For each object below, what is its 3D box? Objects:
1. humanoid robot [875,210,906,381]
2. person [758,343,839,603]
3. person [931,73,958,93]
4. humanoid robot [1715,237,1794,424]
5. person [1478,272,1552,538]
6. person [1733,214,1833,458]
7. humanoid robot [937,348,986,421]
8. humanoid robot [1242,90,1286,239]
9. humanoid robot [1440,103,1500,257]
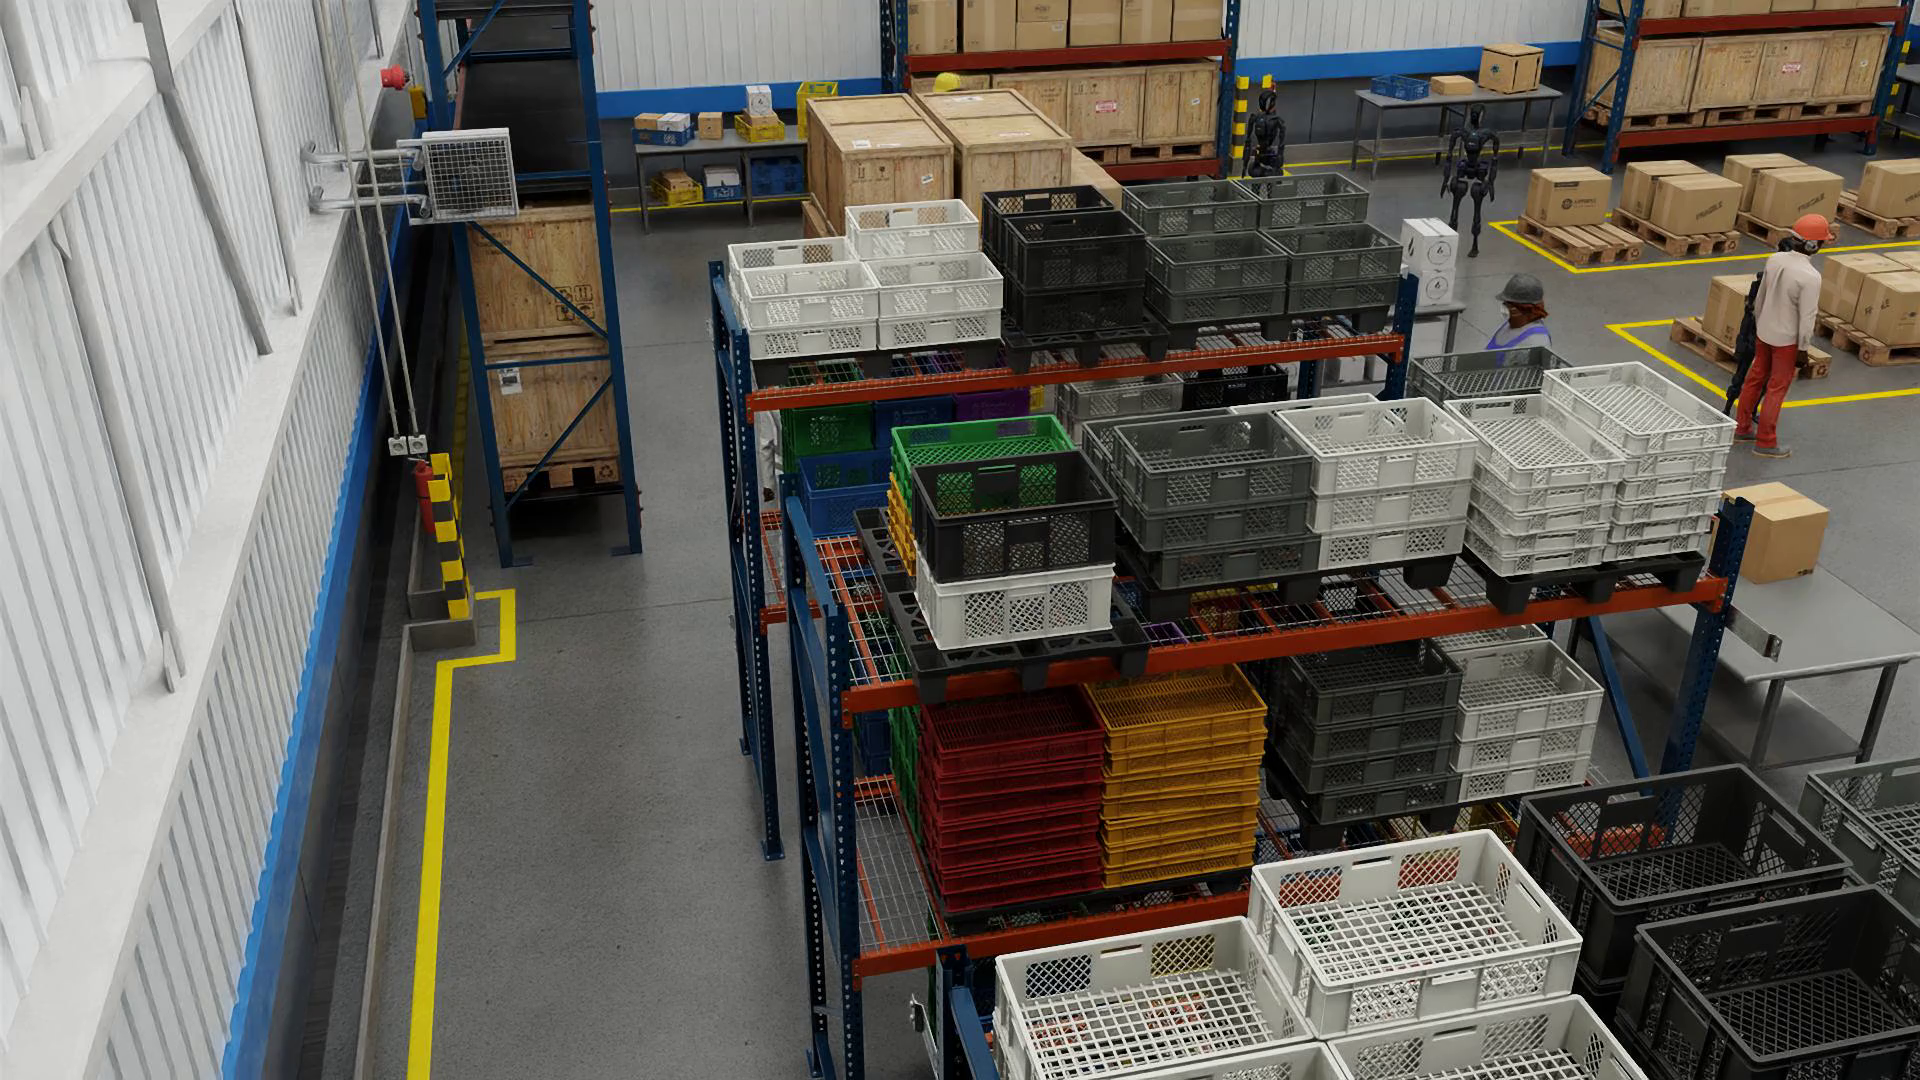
[{"bbox_3d":[-0.561,-2.120,14.601,0.619,1.628,0.675,15,31,26],"label":"humanoid robot"},{"bbox_3d":[-1.043,-0.411,11.095,0.574,1.884,0.355,-4,28,-7],"label":"person"},{"bbox_3d":[-0.136,-4.121,18.116,0.791,1.891,0.616,-7,29,-14],"label":"person"},{"bbox_3d":[6.688,-1.717,13.792,0.569,1.651,0.327,-6,28,-11],"label":"humanoid robot"},{"bbox_3d":[3.888,-0.937,11.926,0.537,2.000,0.679,2,28,4],"label":"person"},{"bbox_3d":[6.579,-1.630,13.290,0.379,1.993,0.621,-6,28,-11],"label":"person"},{"bbox_3d":[-0.002,-1.035,12.484,0.320,1.657,0.611,-21,34,-34],"label":"humanoid robot"},{"bbox_3d":[3.369,-4.131,18.373,0.335,1.651,0.570,-23,35,-36],"label":"humanoid robot"},{"bbox_3d":[5.485,-3.872,17.881,0.578,1.649,0.337,14,31,25],"label":"humanoid robot"}]
